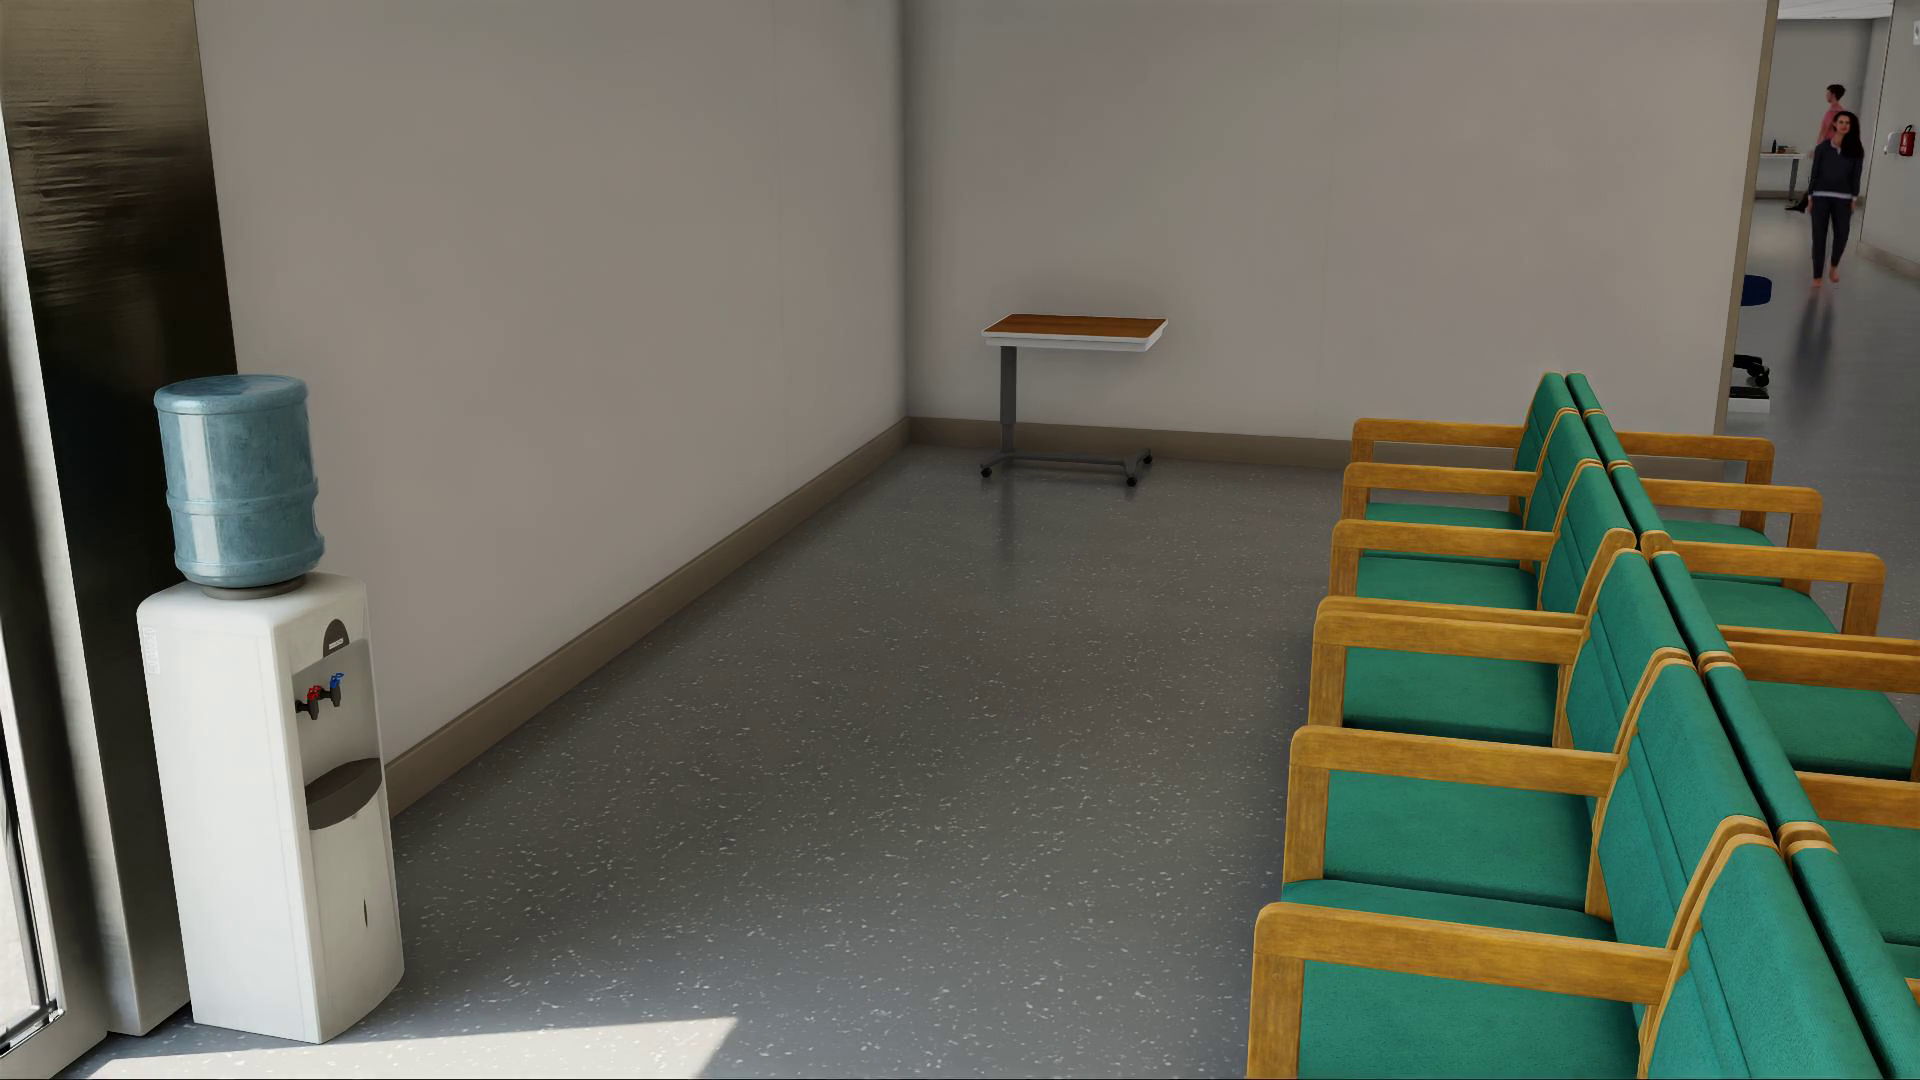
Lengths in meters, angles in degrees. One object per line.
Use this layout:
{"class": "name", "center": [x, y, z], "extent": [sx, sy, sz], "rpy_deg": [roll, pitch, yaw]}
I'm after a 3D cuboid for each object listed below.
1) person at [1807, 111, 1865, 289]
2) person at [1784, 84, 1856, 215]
{"class": "person", "center": [8.822, -3.439, 16.846], "extent": [0.703, 1.759, 0.750], "rpy_deg": [8, 18, 26]}
{"class": "person", "center": [13.119, -5.793, 24.906], "extent": [1.296, 1.915, 0.943], "rpy_deg": [11, 19, 35]}
